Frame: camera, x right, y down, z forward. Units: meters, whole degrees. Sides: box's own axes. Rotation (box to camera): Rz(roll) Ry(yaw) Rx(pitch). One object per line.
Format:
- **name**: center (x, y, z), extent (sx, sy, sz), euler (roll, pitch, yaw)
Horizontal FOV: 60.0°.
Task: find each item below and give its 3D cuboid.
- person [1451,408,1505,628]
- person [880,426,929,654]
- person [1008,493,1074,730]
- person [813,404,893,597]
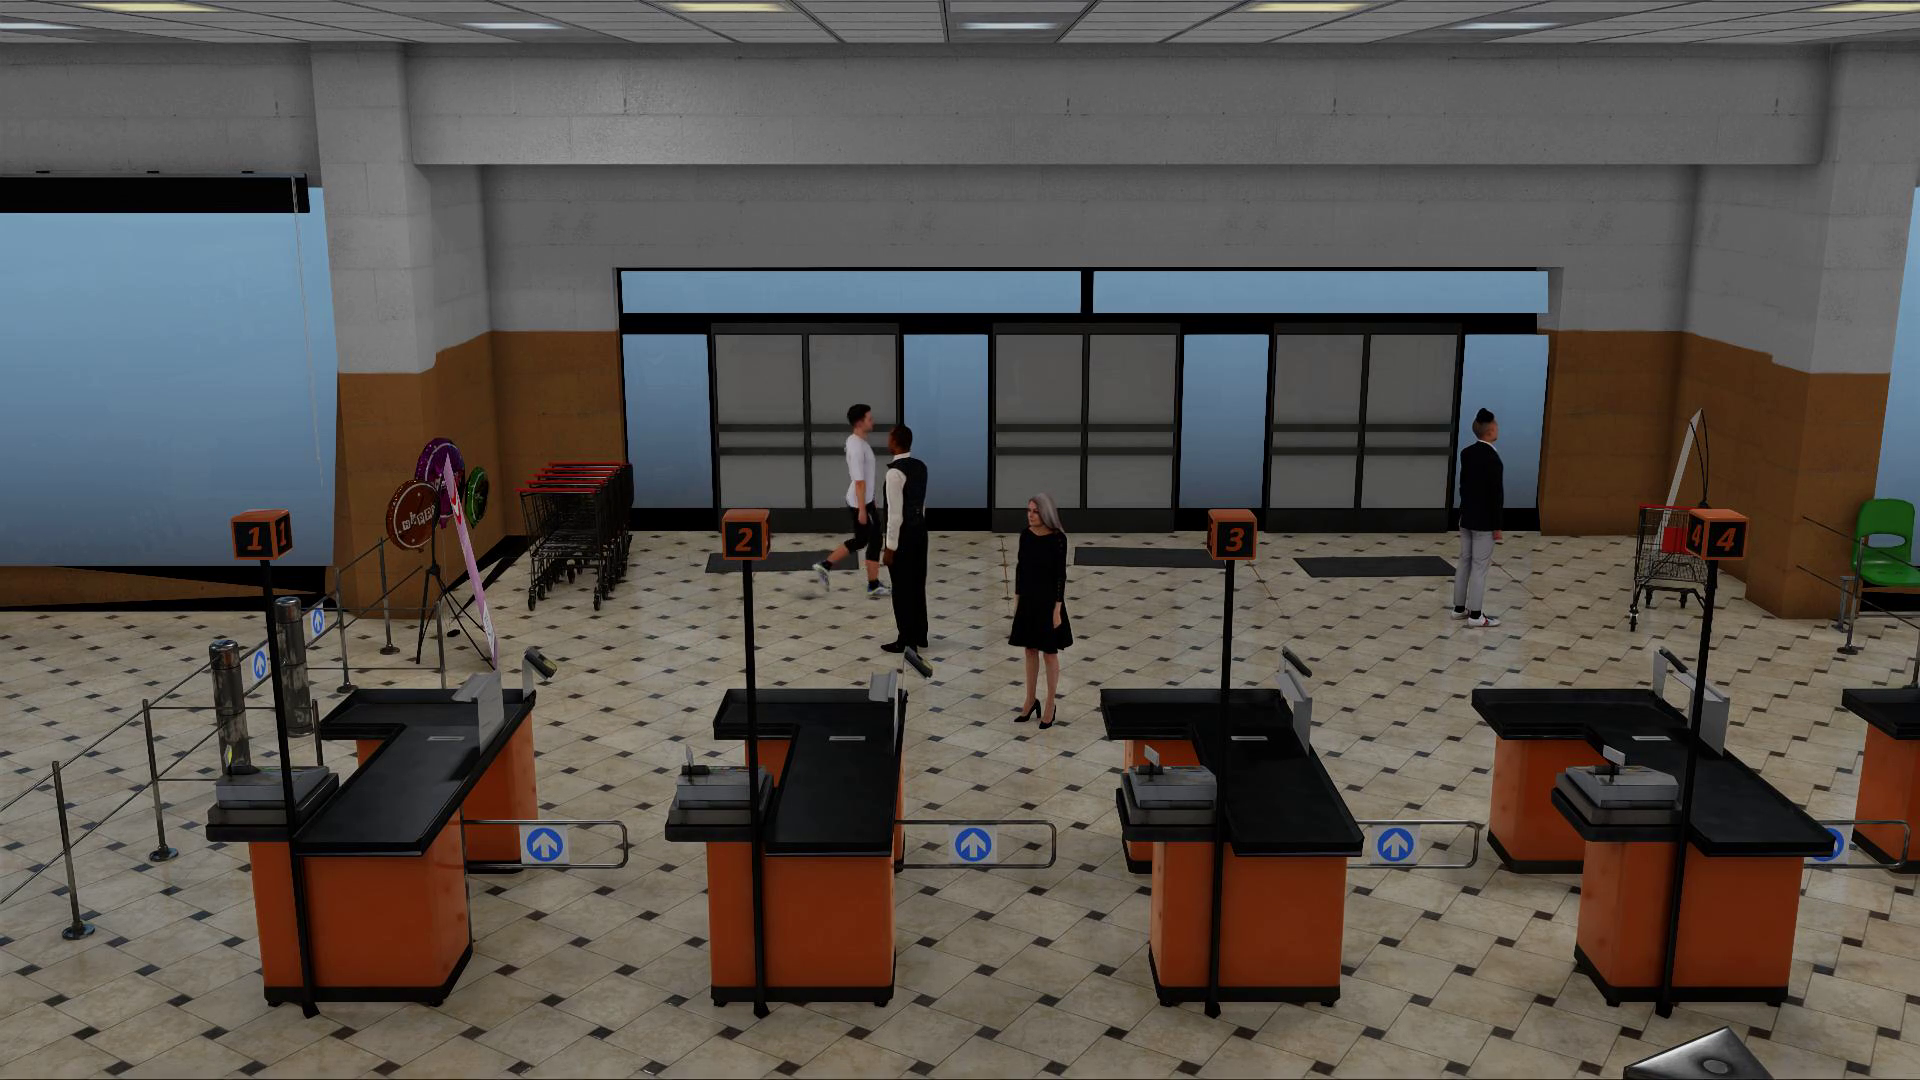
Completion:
- **person**: center (4.579, -0.216, 14.695), extent (0.833, 1.950, 0.648), euler (-4, 14, -17)
- **person**: center (-0.453, -0.010, 13.912), extent (0.839, 1.918, 0.714), euler (8, 16, 29)
- **person**: center (0.581, 0.510, 12.136), extent (0.704, 1.746, 0.753), euler (12, 18, 39)
- **person**: center (-1.000, -0.346, 15.493), extent (0.836, 1.828, 1.017), euler (-2, 14, -7)
